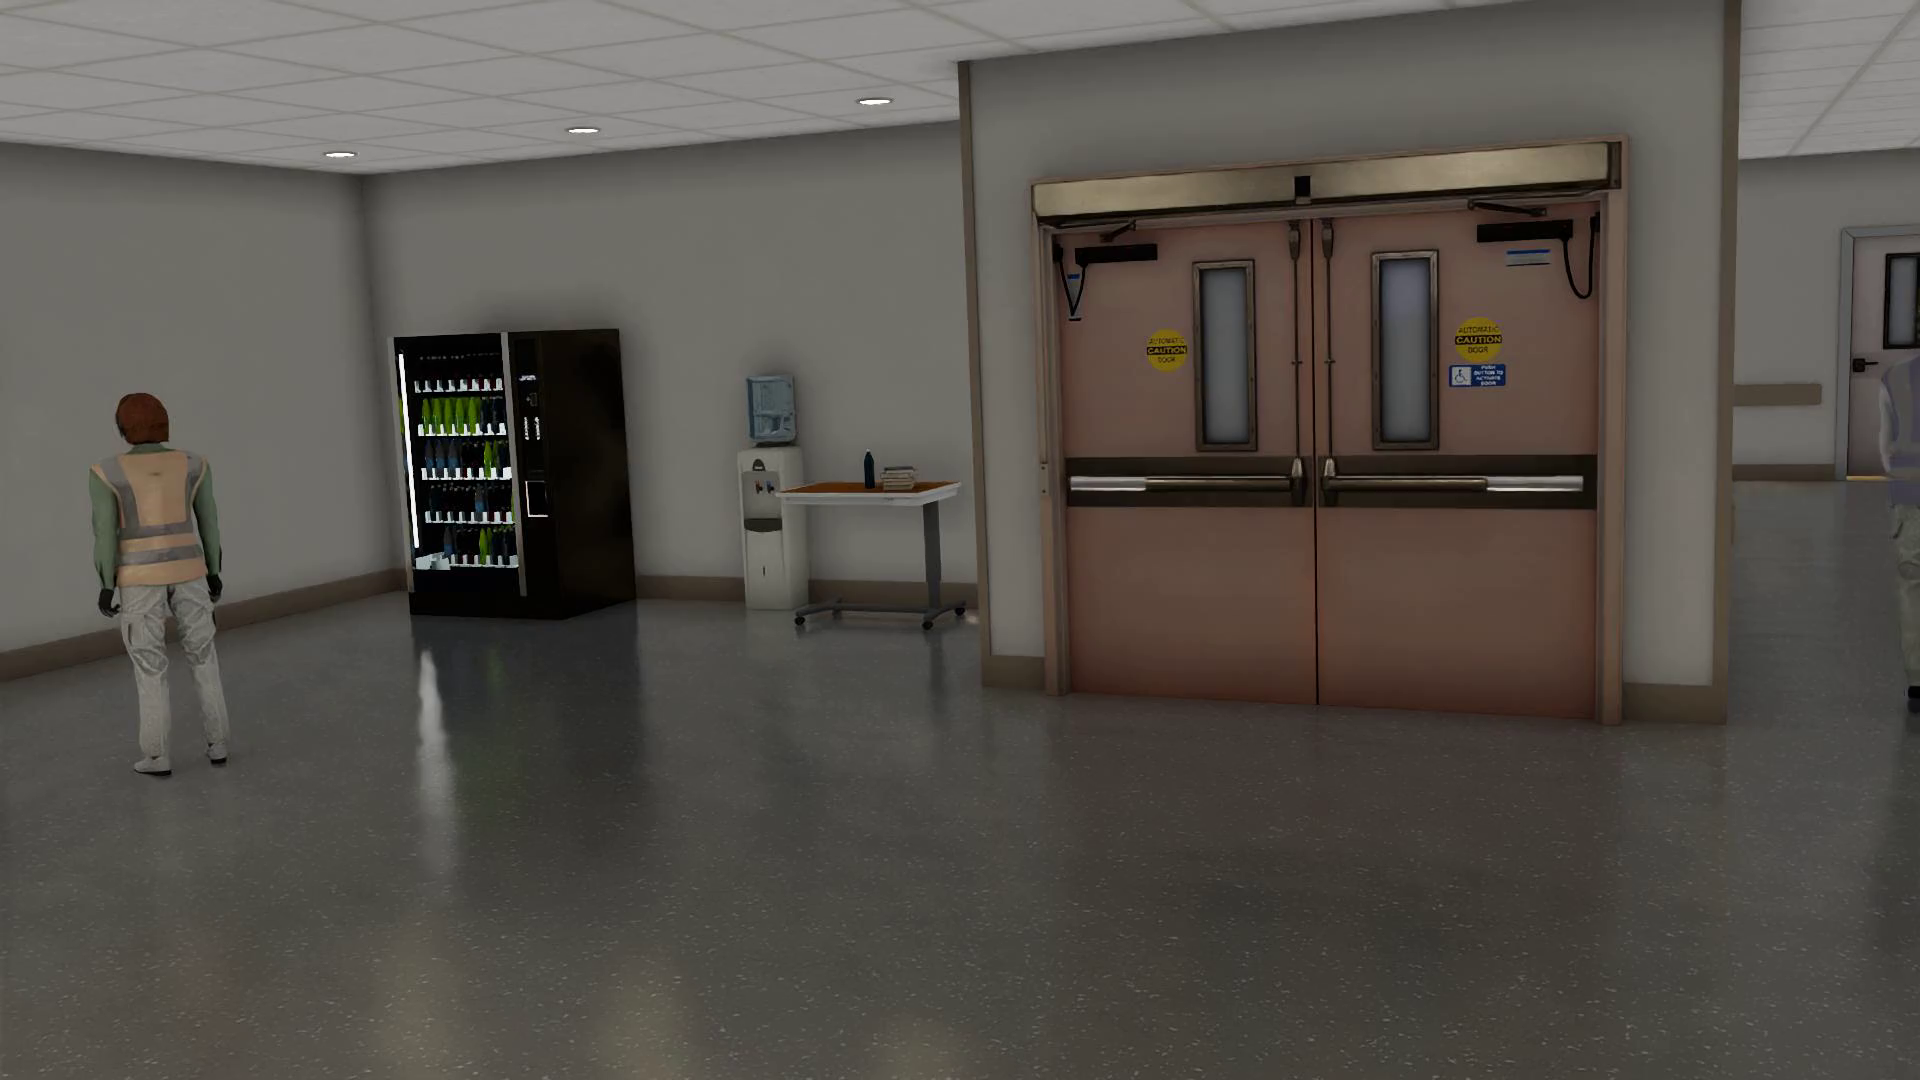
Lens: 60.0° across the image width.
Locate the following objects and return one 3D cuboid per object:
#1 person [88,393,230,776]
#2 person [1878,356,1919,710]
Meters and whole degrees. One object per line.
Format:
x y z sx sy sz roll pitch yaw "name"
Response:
-3.426 0.188 7.139 0.523 1.636 0.310 -9 10 -43 "person"
4.260 -0.189 7.143 0.577 1.770 0.945 4 10 40 "person"
